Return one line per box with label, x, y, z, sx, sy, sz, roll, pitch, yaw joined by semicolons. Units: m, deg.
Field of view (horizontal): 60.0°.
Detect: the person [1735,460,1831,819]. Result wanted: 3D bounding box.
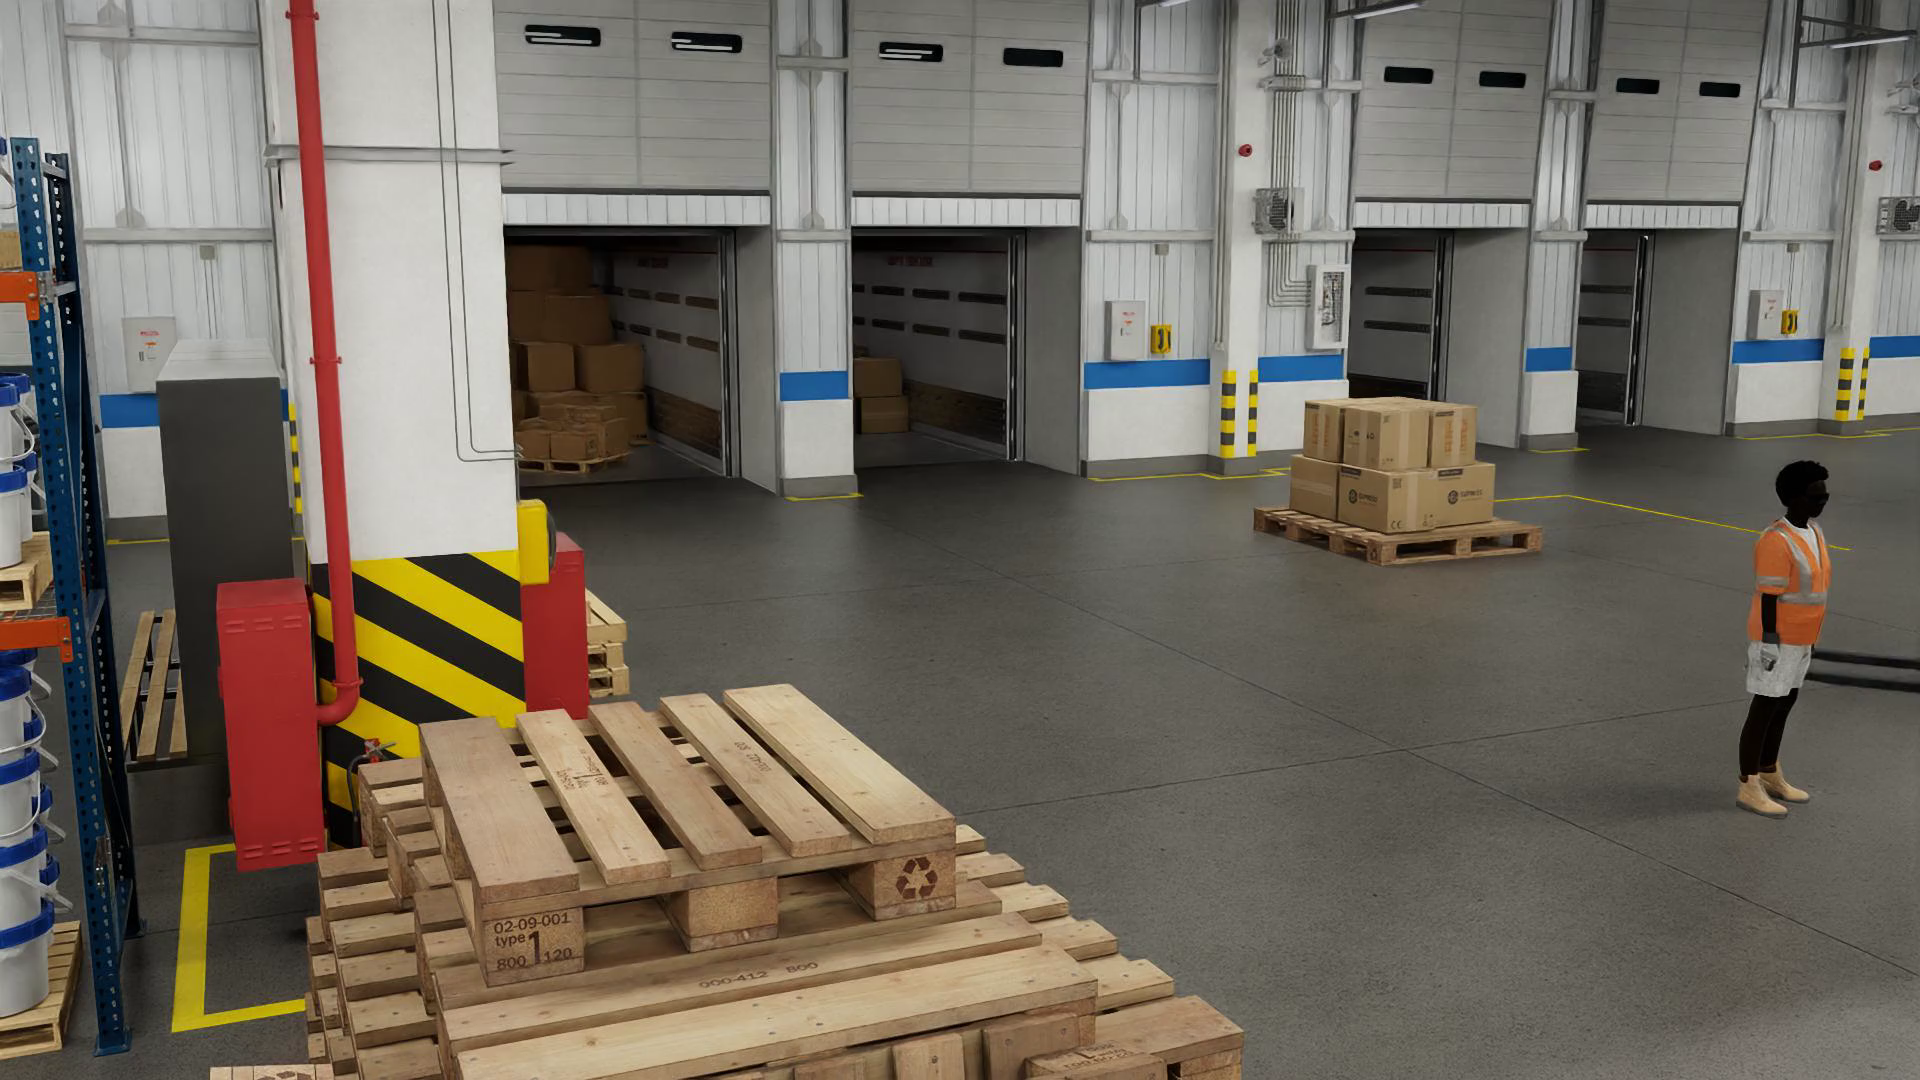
person;3.933;0.460;7.912;0.541;1.695;0.316;-10;14;-43
